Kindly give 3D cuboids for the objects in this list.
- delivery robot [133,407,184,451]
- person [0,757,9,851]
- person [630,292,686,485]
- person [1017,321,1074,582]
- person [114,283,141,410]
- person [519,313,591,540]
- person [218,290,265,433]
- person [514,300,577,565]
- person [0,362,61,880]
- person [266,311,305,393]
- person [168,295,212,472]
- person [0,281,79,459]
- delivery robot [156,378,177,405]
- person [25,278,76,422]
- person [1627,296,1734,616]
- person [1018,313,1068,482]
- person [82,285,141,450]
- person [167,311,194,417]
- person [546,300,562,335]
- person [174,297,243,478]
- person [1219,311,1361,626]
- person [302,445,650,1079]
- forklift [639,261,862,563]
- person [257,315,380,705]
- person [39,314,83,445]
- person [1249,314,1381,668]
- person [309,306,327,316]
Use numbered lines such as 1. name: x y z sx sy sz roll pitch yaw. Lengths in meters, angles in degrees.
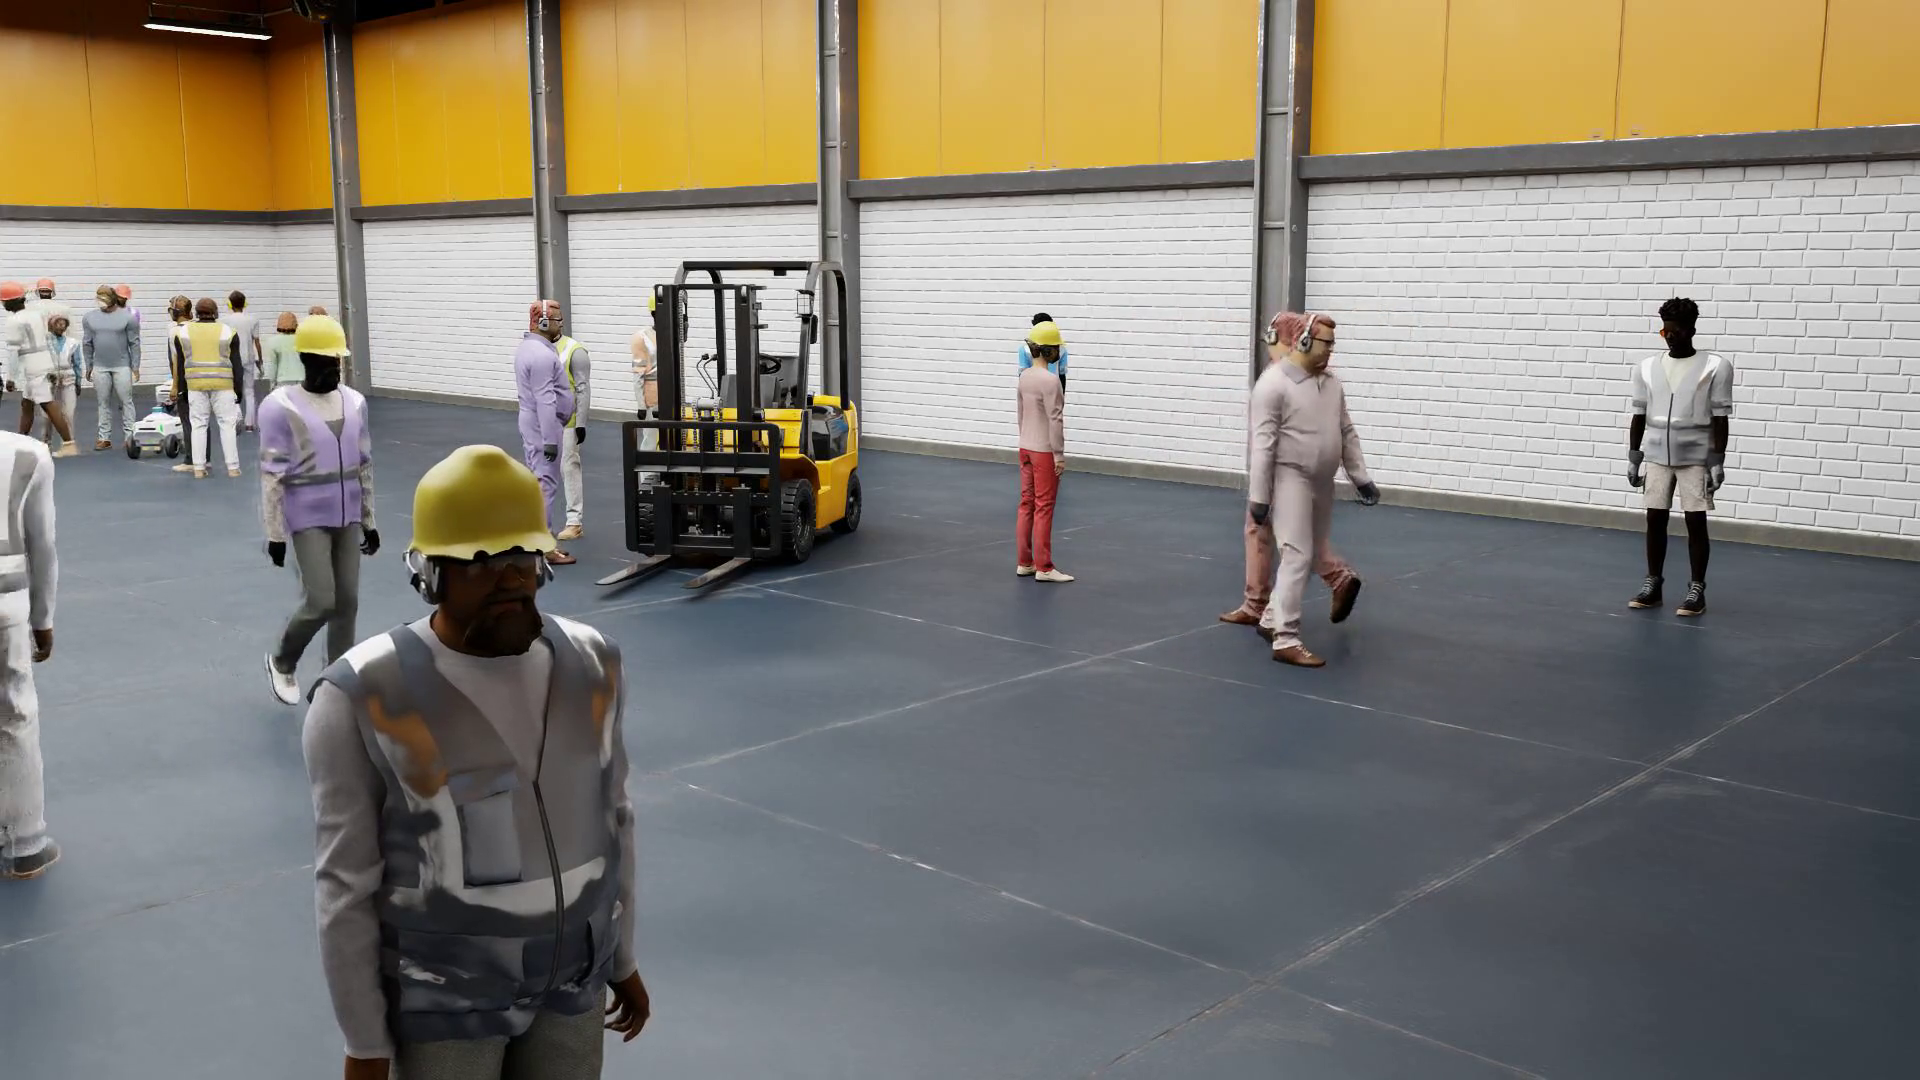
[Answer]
1. delivery robot: -9.045 -1.257 18.774 0.477 0.478 0.707 -1 9 -6
2. person: -3.614 0.323 6.055 0.309 1.641 0.513 0 9 0
3. person: -2.634 -1.233 14.715 0.369 1.928 0.585 7 11 36
4. person: 0.565 -0.596 11.306 0.309 1.769 0.523 -4 10 -25
5. person: -12.713 -2.934 25.218 0.567 1.910 0.721 -3 10 -19
6. person: -3.199 -0.916 13.041 0.634 1.841 0.429 4 10 23
7. person: -9.254 -2.288 21.422 0.548 1.851 0.738 -5 10 -26
8. person: -2.969 -0.769 11.970 0.401 1.903 0.644 -4 10 -23
9. person: -3.425 0.290 5.658 0.705 1.854 0.348 -8 13 -42
10. person: -7.655 -1.796 19.066 0.497 1.634 0.279 -3 10 -20
11. person: -8.080 -1.626 17.384 0.346 1.846 0.506 1 9 7
12. person: -10.324 -1.868 18.423 0.970 1.983 0.633 -1 9 -6
13. delivery robot: -11.549 -2.192 24.510 0.477 0.478 0.707 0 9 -3
14. person: -12.619 -2.630 23.074 0.625 1.992 0.388 -6 11 -31
15. person: 4.407 -0.513 10.236 0.609 1.954 0.395 9 13 44
16. person: 0.822 -1.410 16.538 0.536 1.690 0.321 -3 10 -19
17. person: -9.920 -2.011 19.471 0.627 1.935 0.371 -2 9 -10
18. person: -11.085 -2.575 23.848 0.500 1.633 0.280 -3 10 -16
19. person: -4.691 -1.857 19.039 0.314 1.768 0.530 4 10 21
20. person: -7.629 -1.545 16.944 0.622 1.835 0.430 -2 10 -14
21. person: 1.971 -0.402 9.779 0.746 1.877 0.664 7 12 38
22. person: -0.789 0.749 2.856 0.404 1.833 0.590 9 13 44
23. forklift: -1.552 -1.040 12.721 1.214 2.155 2.313 2 9 11
24. person: -3.036 -0.109 7.898 0.481 1.911 0.586 5 10 28
25. person: -10.341 -1.779 19.028 0.534 1.609 0.564 -7 12 -38
26. person: 1.866 -0.285 9.068 0.659 1.881 0.651 -8 12 -42
27. person: -8.856 -2.451 23.155 0.766 1.611 0.519 8 12 41
